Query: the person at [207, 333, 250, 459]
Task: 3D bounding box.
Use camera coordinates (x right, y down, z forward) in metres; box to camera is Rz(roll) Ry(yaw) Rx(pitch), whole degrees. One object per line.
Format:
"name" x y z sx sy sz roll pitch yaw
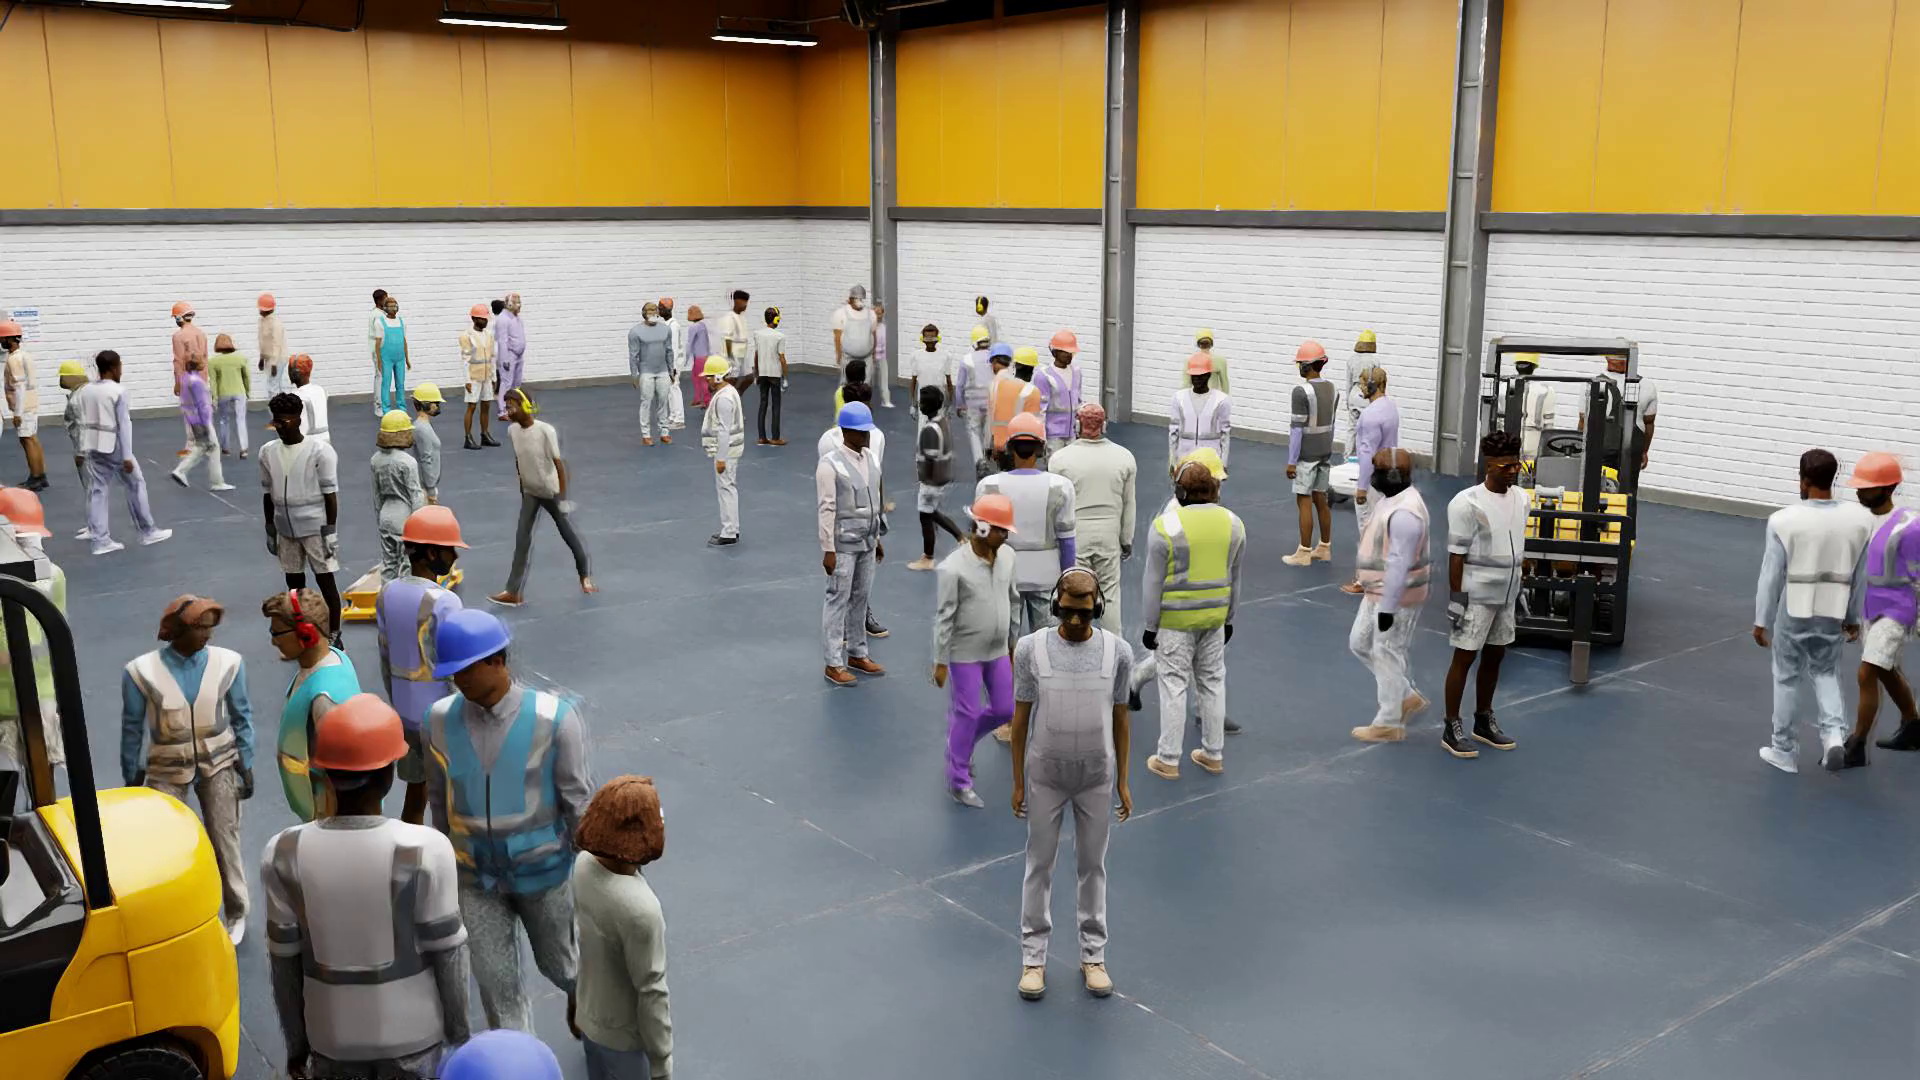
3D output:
"person" -9.286 -1.834 21.181 0.506 1.592 0.819 -7 14 -30

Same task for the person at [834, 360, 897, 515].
"person" -1.030 -1.028 17.139 0.841 1.655 0.540 -11 16 -44

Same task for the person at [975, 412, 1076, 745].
"person" 0.396 0.243 10.072 0.606 2.039 0.381 1 12 3

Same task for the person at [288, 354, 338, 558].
"person" -5.994 -0.770 15.341 0.358 1.882 0.574 1 12 6

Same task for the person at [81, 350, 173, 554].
"person" -7.919 -0.852 15.720 0.619 1.881 0.885 5 13 22

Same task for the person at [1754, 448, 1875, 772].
"person" 4.861 0.425 9.499 0.621 1.905 0.549 0 12 1

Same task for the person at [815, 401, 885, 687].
"person" -0.730 0.015 11.389 0.404 1.945 0.615 8 14 34

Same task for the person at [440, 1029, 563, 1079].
"person" -0.755 1.780 2.886 0.629 1.941 0.401 -8 14 -33

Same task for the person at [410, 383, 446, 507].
"person" -4.501 -0.455 14.125 0.342 1.761 0.524 -4 12 -17

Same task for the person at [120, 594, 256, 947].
"person" -3.392 1.035 7.291 0.565 1.622 0.328 -9 15 -36

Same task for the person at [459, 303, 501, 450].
"person" -6.314 -2.151 21.931 0.421 1.924 0.558 7 14 31

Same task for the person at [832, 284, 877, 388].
"person" -1.573 -2.864 25.069 0.689 2.000 0.693 -4 12 -17

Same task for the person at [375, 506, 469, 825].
"person" -2.410 0.798 7.655 0.547 1.928 0.385 9 14 36

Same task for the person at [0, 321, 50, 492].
"person" -10.595 -1.497 18.746 0.383 1.928 0.581 -3 12 -16

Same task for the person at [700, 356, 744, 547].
"person" -2.260 -0.845 15.868 0.403 1.818 0.601 -1 12 -5

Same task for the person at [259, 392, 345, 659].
"person" -4.709 -0.090 11.892 0.599 1.959 0.387 2 12 11

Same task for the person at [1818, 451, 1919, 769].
"person" 5.471 0.399 9.743 0.846 1.887 0.564 -2 12 -11

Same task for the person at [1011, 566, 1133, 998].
"person" 0.463 0.999 6.902 0.504 1.840 0.345 -1 12 -3

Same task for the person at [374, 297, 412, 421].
"person" -8.351 -2.652 24.517 0.344 1.847 0.505 11 16 43

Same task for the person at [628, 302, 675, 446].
"person" -4.110 -2.218 22.233 0.635 1.929 0.382 -8 14 -35

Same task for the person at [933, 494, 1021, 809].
"person" 0.084 0.588 9.161 0.607 1.720 0.446 -10 16 -41

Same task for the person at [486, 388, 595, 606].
"person" -3.409 -0.364 13.642 0.593 1.792 1.034 5 13 22

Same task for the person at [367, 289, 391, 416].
"person" -8.801 -2.839 25.248 0.383 1.915 0.591 -5 13 -21

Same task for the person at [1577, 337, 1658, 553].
"person" 6.039 -0.863 15.405 0.686 2.000 0.538 2 12 9

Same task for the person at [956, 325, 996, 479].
"person" 0.260 -1.624 19.677 0.604 1.814 0.762 -3 12 -14

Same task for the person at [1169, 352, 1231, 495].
"person" 2.148 -0.725 14.985 0.549 1.936 0.377 4 12 17

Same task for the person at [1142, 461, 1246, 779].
"person" 1.318 0.458 9.545 0.619 1.836 0.430 -5 13 -25

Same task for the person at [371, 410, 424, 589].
"person" -4.186 -0.111 12.494 0.487 1.744 0.297 7 14 30

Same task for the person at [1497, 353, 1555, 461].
"person" 5.274 -0.858 15.686 0.589 1.913 0.399 5 13 21

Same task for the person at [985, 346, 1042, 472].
"person" 0.515 -0.908 15.972 0.617 1.895 0.554 11 16 42
